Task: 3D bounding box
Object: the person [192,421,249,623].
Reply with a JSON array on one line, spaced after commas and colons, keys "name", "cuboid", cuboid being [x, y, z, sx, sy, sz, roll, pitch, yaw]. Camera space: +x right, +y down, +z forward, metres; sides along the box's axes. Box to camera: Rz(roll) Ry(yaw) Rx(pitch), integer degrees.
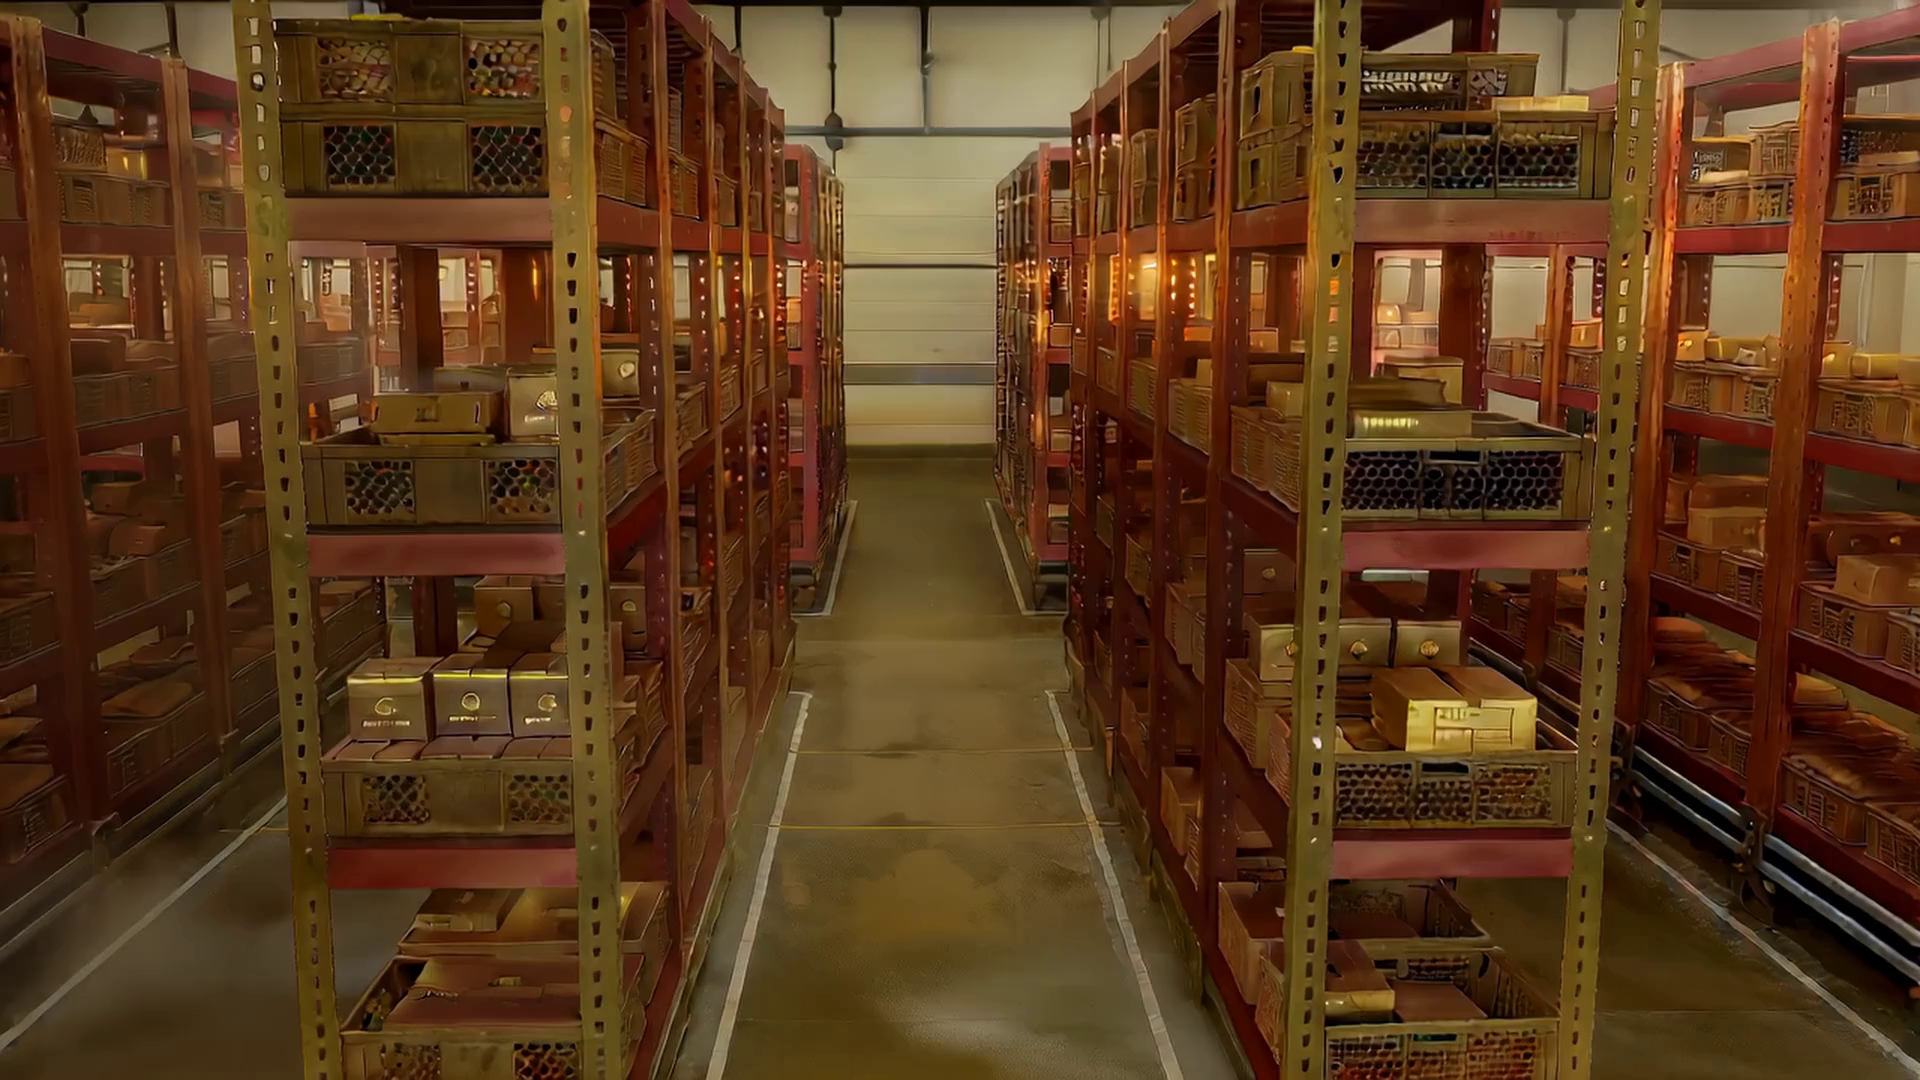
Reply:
[{"name": "person", "cuboid": [-5.602, -0.289, 12.540, 0.372, 1.843, 0.570, 3, 10, 16]}]
